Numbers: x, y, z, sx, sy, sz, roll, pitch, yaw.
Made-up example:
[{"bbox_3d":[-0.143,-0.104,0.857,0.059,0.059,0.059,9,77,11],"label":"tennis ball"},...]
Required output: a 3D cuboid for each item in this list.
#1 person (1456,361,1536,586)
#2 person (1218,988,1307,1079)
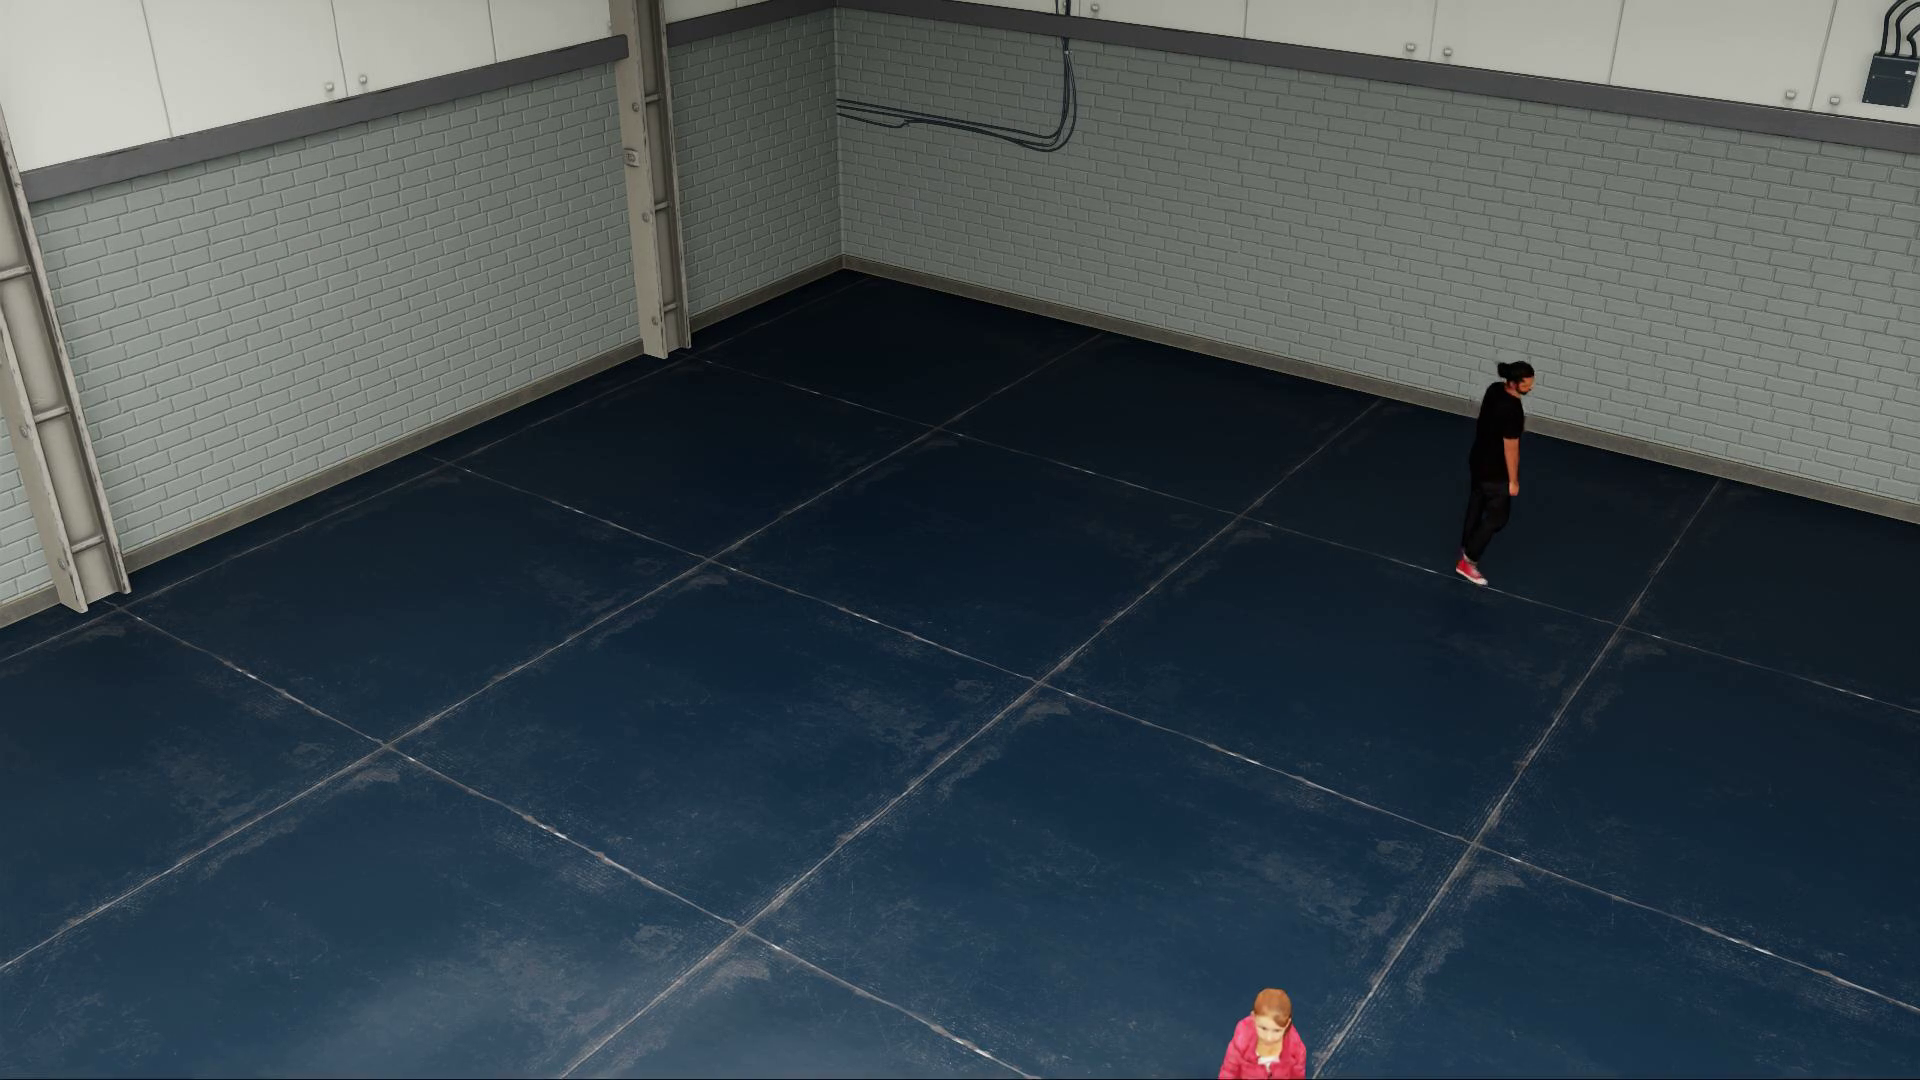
[{"bbox_3d":[3.882,-0.550,12.192,0.876,1.731,0.798,-11,30,-20],"label":"person"},{"bbox_3d":[1.274,2.392,7.139,0.810,1.287,0.998,3,28,6],"label":"person"}]
